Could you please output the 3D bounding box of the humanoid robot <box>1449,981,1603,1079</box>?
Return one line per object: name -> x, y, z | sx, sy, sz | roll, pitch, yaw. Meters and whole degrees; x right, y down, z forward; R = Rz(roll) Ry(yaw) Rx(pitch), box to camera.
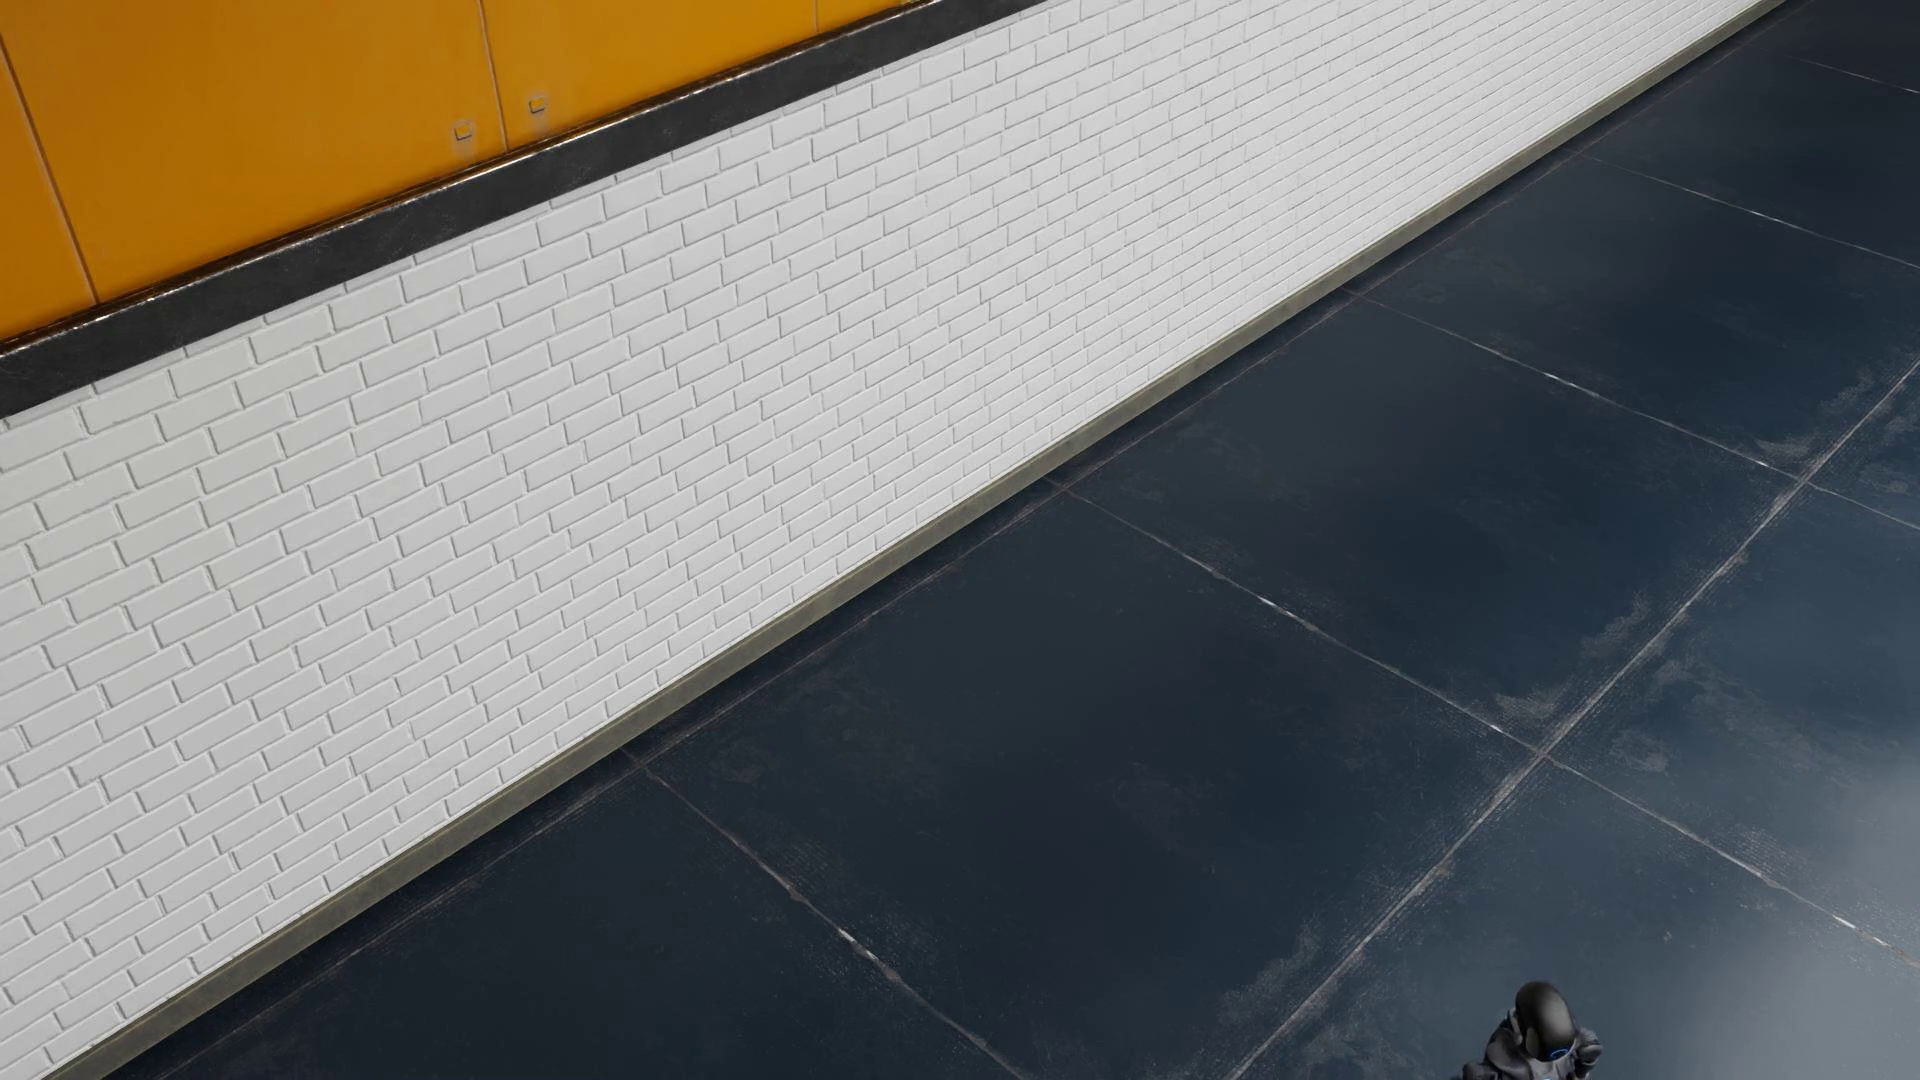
humanoid robot -> 1.743, 1.944, 5.367 | 0.609, 1.646, 0.376 | -12, 40, -14
